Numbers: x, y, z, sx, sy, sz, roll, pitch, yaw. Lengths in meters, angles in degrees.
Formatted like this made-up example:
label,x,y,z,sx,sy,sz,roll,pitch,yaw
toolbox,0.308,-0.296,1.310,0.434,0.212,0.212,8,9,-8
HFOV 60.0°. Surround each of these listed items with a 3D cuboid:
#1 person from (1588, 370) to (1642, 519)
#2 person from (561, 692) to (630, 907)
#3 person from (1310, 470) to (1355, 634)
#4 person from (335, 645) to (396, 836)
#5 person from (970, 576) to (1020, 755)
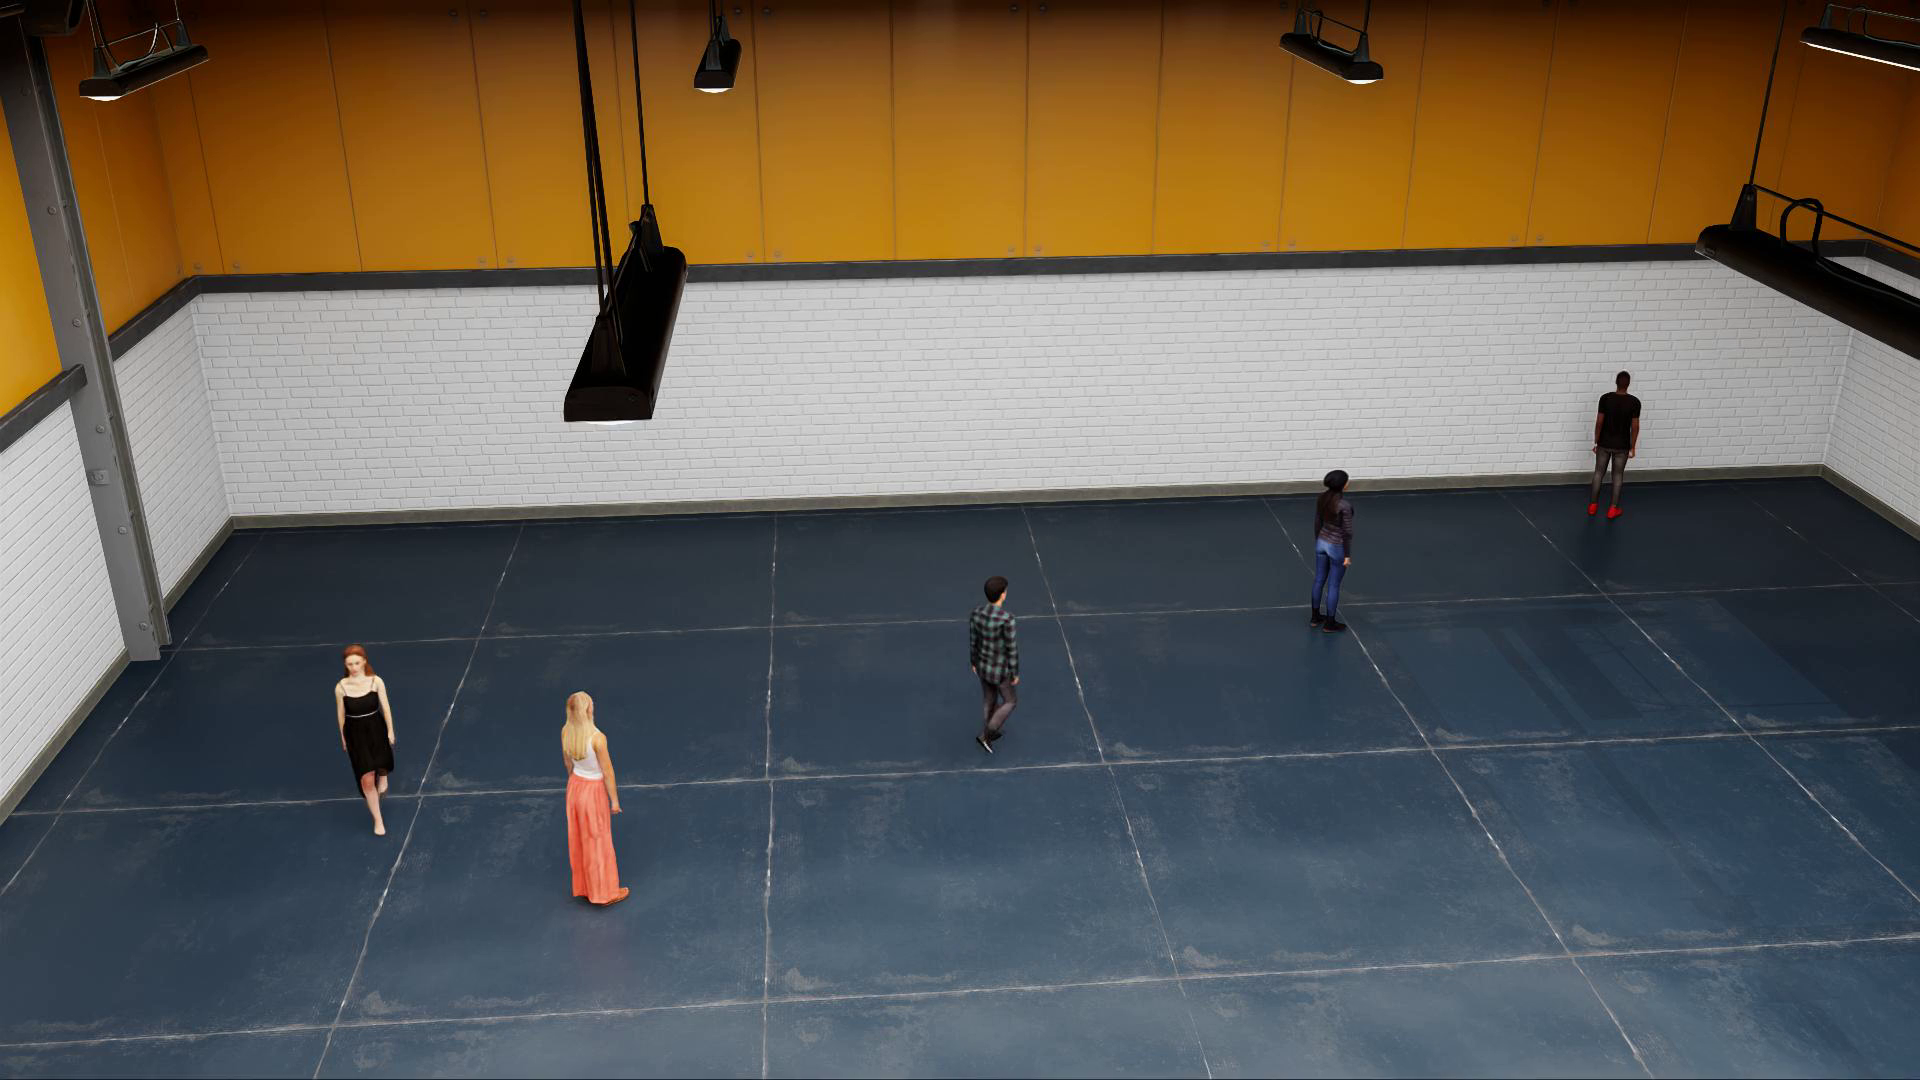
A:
label,x,y,z,sx,sy,sz,roll,pitch,yaw
person,7.779,-1.150,19.789,0.712,1.805,0.722,13,27,26
person,-2.826,1.966,12.663,0.728,1.802,0.772,15,28,31
person,3.793,0.099,17.006,0.762,1.745,0.651,-15,28,-30
person,-4.907,1.591,13.773,0.741,1.602,1.032,-9,25,-19
person,0.269,1.142,14.866,0.906,1.710,0.945,17,29,34
